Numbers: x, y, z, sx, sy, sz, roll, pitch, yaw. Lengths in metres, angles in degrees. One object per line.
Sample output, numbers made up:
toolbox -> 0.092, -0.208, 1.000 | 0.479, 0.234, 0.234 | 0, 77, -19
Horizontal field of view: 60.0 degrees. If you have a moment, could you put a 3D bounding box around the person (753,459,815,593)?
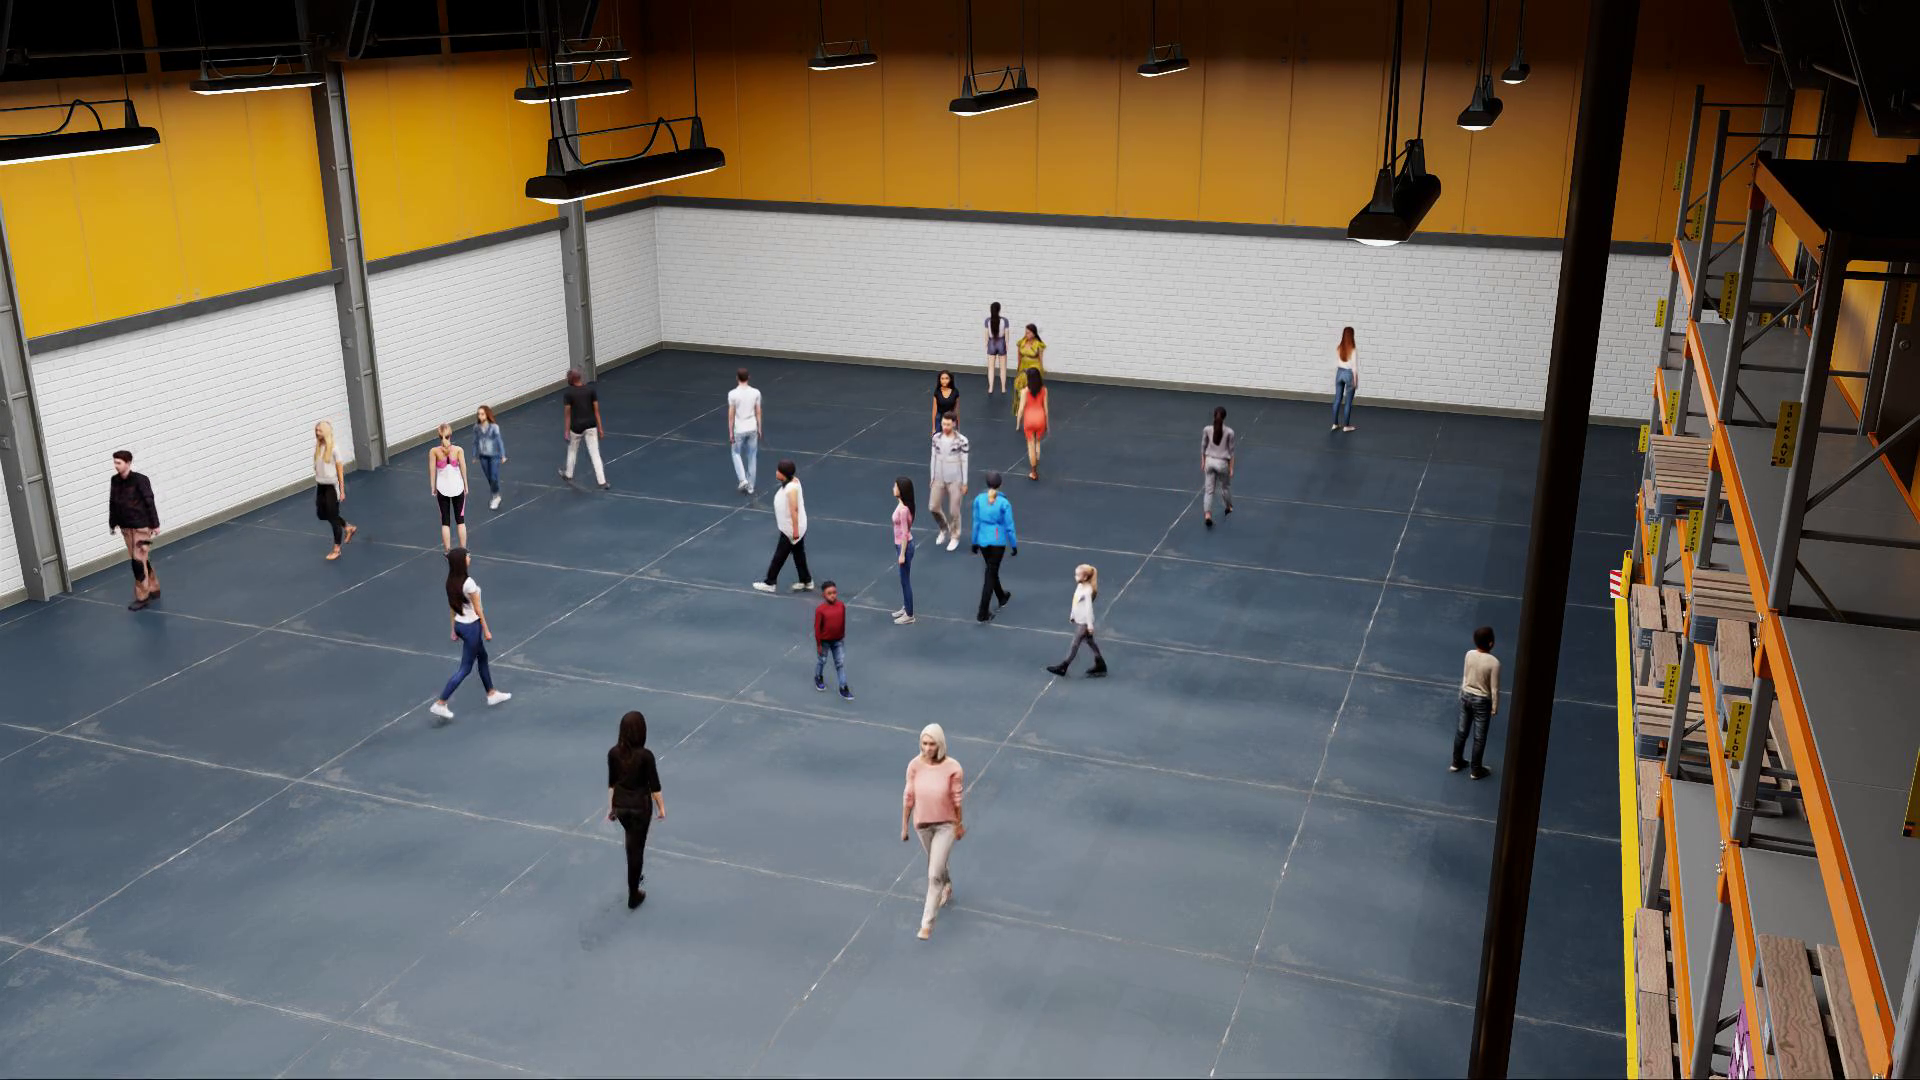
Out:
person -> -1.981, -0.158, 20.113 | 0.925, 1.661, 0.992 | 0, 19, 0

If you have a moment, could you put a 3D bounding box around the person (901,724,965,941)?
person -> -0.173, 2.211, 13.064 | 0.644, 1.670, 1.137 | 6, 19, 17

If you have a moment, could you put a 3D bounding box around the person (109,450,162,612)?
person -> -9.714, -0.162, 19.740 | 0.752, 1.907, 0.910 | 5, 19, 14

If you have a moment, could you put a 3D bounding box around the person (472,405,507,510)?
person -> -6.616, -1.199, 23.511 | 0.640, 1.465, 0.679 | 4, 19, 12

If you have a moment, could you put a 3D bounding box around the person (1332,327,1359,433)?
person -> 6.363, -2.668, 27.461 | 0.649, 1.728, 0.634 | 18, 25, 42

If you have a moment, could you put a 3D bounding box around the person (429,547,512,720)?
person -> -4.998, 0.965, 16.654 | 1.200, 1.740, 0.947 | -16, 24, -39

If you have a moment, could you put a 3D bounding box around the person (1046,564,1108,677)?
person -> 1.390, 0.871, 17.705 | 0.817, 1.247, 0.898 | -2, 19, -7

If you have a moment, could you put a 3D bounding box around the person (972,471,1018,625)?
person -> 0.317, 0.110, 19.153 | 0.798, 1.765, 1.114 | 12, 22, 31

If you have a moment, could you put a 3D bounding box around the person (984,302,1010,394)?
person -> 0.668, -3.469, 29.962 | 0.644, 1.649, 0.595 | 1, 19, 4

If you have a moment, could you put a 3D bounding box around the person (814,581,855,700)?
person -> -1.383, 1.012, 17.310 | 0.841, 1.232, 0.896 | -9, 21, -24

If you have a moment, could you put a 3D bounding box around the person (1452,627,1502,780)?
person -> 4.809, 1.502, 15.497 | 0.631, 1.460, 0.611 | -16, 24, -39

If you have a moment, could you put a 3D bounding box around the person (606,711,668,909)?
person -> -2.639, 2.177, 13.242 | 0.647, 1.621, 0.718 | 4, 19, 13

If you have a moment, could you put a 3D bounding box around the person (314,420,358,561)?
person -> -8.037, -0.674, 21.408 | 0.666, 1.812, 0.857 | 10, 21, 26

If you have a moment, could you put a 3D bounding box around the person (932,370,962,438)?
person -> -0.204, -1.657, 24.442 | 0.647, 1.739, 0.651 | -1, 19, -4

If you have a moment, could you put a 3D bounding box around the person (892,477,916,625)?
person -> -0.650, 0.106, 19.200 | 0.714, 1.742, 0.577 | -2, 19, -4

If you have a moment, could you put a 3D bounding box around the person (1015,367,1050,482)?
person -> 1.123, -1.703, 24.626 | 0.813, 1.708, 0.874 | -7, 20, -19

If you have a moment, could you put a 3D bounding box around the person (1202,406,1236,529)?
person -> 3.451, -0.953, 22.506 | 0.685, 1.641, 1.031 | 8, 20, 24

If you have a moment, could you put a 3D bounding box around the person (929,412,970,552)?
person -> -0.111, -0.810, 21.757 | 0.718, 1.847, 0.643 | 8, 20, 23

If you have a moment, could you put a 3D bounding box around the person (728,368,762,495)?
person -> -3.072, -1.545, 23.949 | 0.828, 1.841, 0.886 | -7, 20, -20

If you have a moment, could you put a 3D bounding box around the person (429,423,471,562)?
person -> -6.526, -0.617, 21.280 | 0.674, 1.786, 0.722 | -7, 20, -21

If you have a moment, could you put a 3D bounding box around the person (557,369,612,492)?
person -> -5.444, -1.555, 24.133 | 1.280, 1.744, 1.278 | -10, 21, -26

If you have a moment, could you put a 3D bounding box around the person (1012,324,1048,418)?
person -> 1.234, -2.861, 28.159 | 0.710, 1.648, 0.798 | 7, 20, 20
